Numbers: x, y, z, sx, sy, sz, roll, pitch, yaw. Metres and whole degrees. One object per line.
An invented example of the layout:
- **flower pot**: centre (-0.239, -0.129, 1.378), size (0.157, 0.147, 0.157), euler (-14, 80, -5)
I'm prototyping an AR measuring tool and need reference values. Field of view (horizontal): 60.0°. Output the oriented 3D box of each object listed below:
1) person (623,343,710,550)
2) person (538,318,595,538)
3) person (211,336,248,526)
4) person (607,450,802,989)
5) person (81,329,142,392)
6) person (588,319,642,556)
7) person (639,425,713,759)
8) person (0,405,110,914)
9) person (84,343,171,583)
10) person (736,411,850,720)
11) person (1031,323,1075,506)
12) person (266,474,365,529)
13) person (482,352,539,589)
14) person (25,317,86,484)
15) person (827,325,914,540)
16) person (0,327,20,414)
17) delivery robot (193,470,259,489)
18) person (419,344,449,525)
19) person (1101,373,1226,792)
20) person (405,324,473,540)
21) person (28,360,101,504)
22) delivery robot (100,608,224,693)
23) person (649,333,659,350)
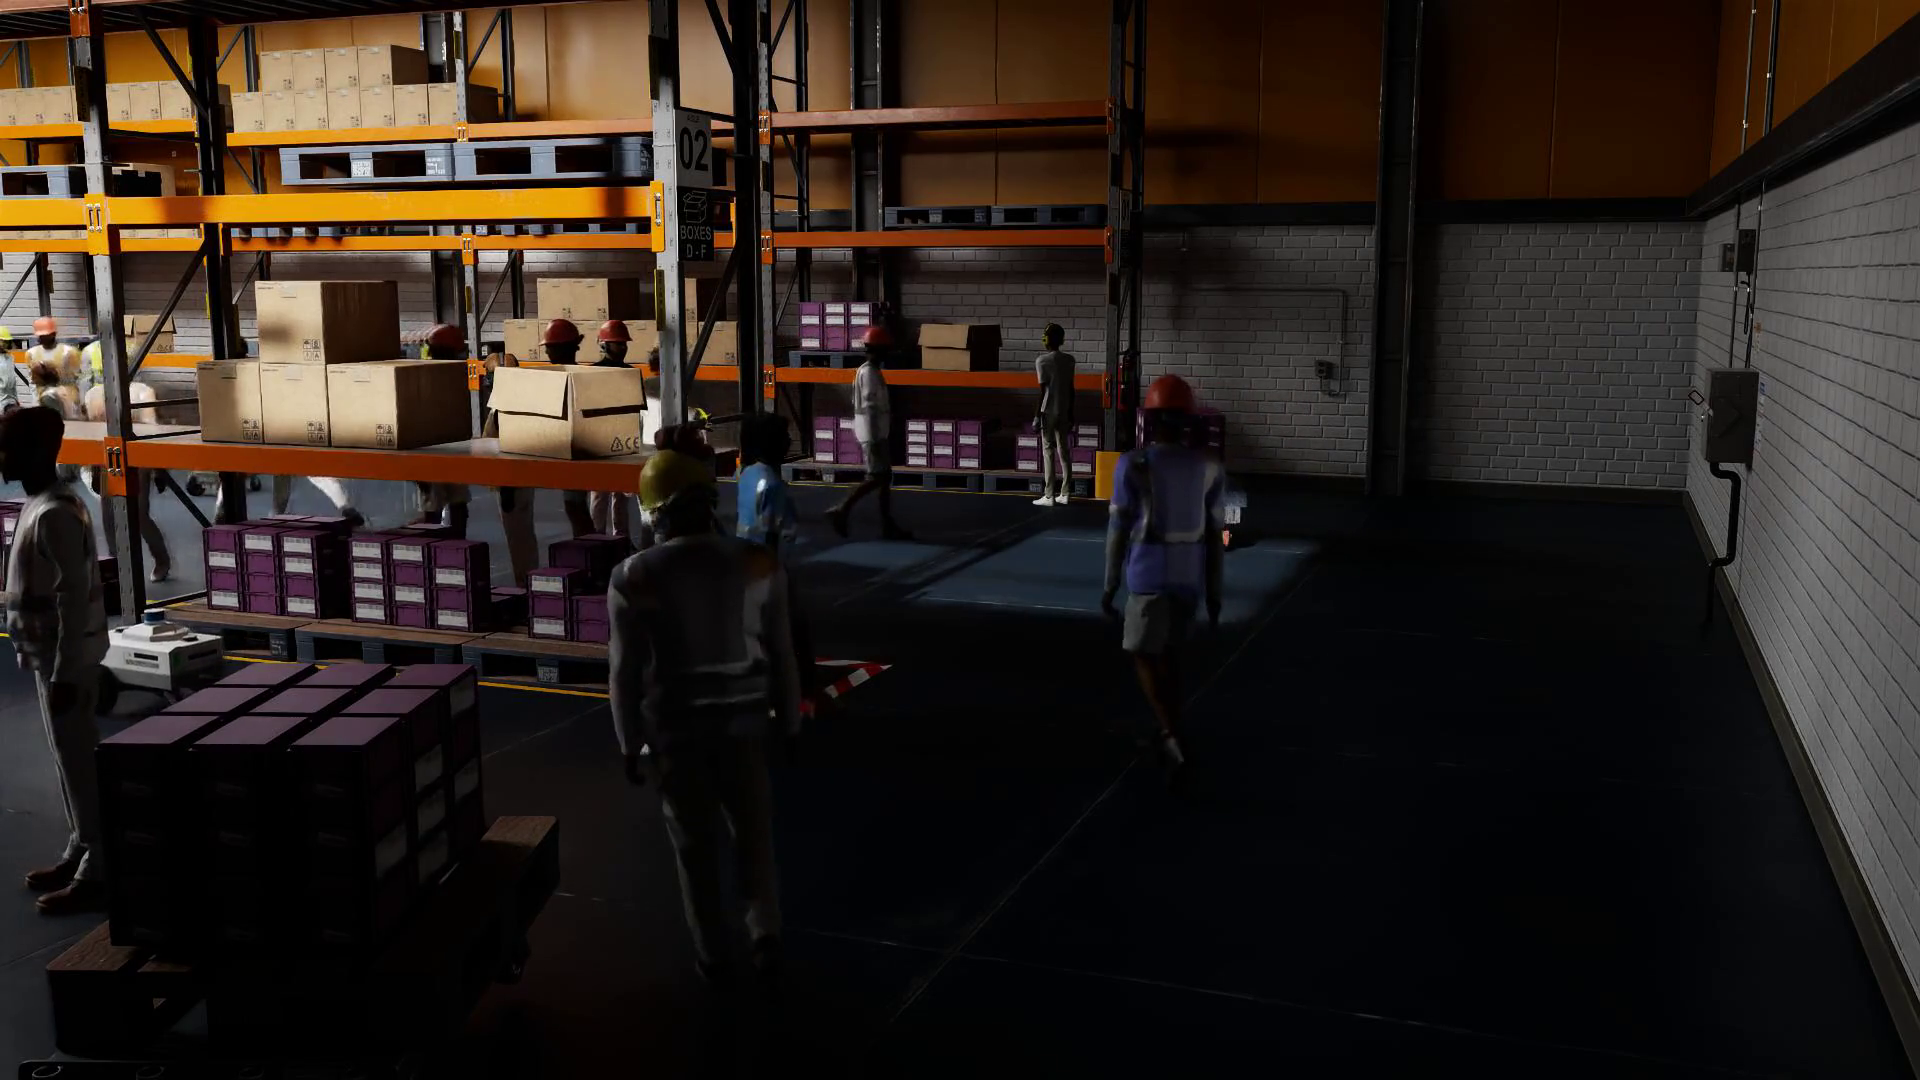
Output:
- **person**: centre (-2.153, -0.499, 12.137), size (0.670, 1.867, 1.077), euler (-3, 9, -18)
- **person**: centre (-2.933, -0.639, 12.492), size (0.402, 2.038, 0.619), euler (-1, 9, -7)
- **person**: centre (-6.705, -0.973, 15.282), size (0.456, 1.822, 0.749), euler (-2, 9, -13)
- **person**: centre (-0.830, 0.605, 5.429), size (0.614, 1.796, 0.410), euler (-3, 9, -16)
- **person**: centre (-10.171, -1.716, 19.984), size (0.647, 1.815, 0.560), euler (-6, 11, -32)
- **person**: centre (-2.829, -0.805, 13.655), size (0.379, 1.996, 0.609), euler (5, 11, 30)
- **person**: centre (-1.396, 0.249, 8.187), size (0.408, 1.623, 0.541), euler (0, 9, 2)
- **person**: centre (-3.357, 0.439, 6.198), size (0.337, 1.879, 0.584), euler (-6, 11, -33)
- **person**: centre (-6.289, -0.559, 12.506), size (0.633, 1.871, 0.740), euler (1, 9, 4)
- **person**: centre (-1.054, 0.152, 8.745), size (0.844, 1.661, 0.526), euler (-6, 11, -32)
- **person**: centre (0.955, -1.277, 17.023), size (0.532, 1.867, 0.311), euler (-7, 11, -37)
- **person**: centre (-5.888, -0.946, 14.937), size (0.996, 1.883, 0.657), euler (-7, 11, -37)
- **person**: centre (-3.108, -0.382, 11.530), size (0.430, 1.835, 0.621), euler (-2, 9, -10)
- **person**: centre (-10.235, -1.571, 18.811), size (0.545, 1.881, 0.896), euler (-2, 9, -9)
- **person**: centre (-0.787, -0.934, 14.689), size (0.691, 1.921, 0.594), euler (1, 9, 5)
- **person**: centre (-11.522, -1.699, 20.062), size (0.325, 1.740, 0.492), euler (1, 9, 6)
- **delivery robot**: centre (-7.885, -0.804, 17.865), size (0.477, 0.478, 0.707), euler (3, 9, 15)
- **person**: centre (-4.962, -1.003, 15.696), size (0.528, 1.742, 0.742), euler (-7, 11, -38)
- **person**: centre (0.987, 0.194, 7.695), size (0.561, 1.908, 0.854), euler (-3, 9, -18)
- **person**: centre (-3.904, -0.579, 12.194), size (0.810, 2.010, 0.633), euler (2, 9, 15)
- **person**: centre (-8.182, -0.866, 15.323), size (0.780, 1.597, 0.558), euler (-2, 9, -11)
- **delivery robot**: centre (-4.327, 0.613, 8.968), size (0.707, 0.478, 0.477), euler (4, 10, 25)
- **person**: centre (-2.852, -1.098, 16.063), size (0.538, 1.816, 0.608), euler (-1, 9, -6)
